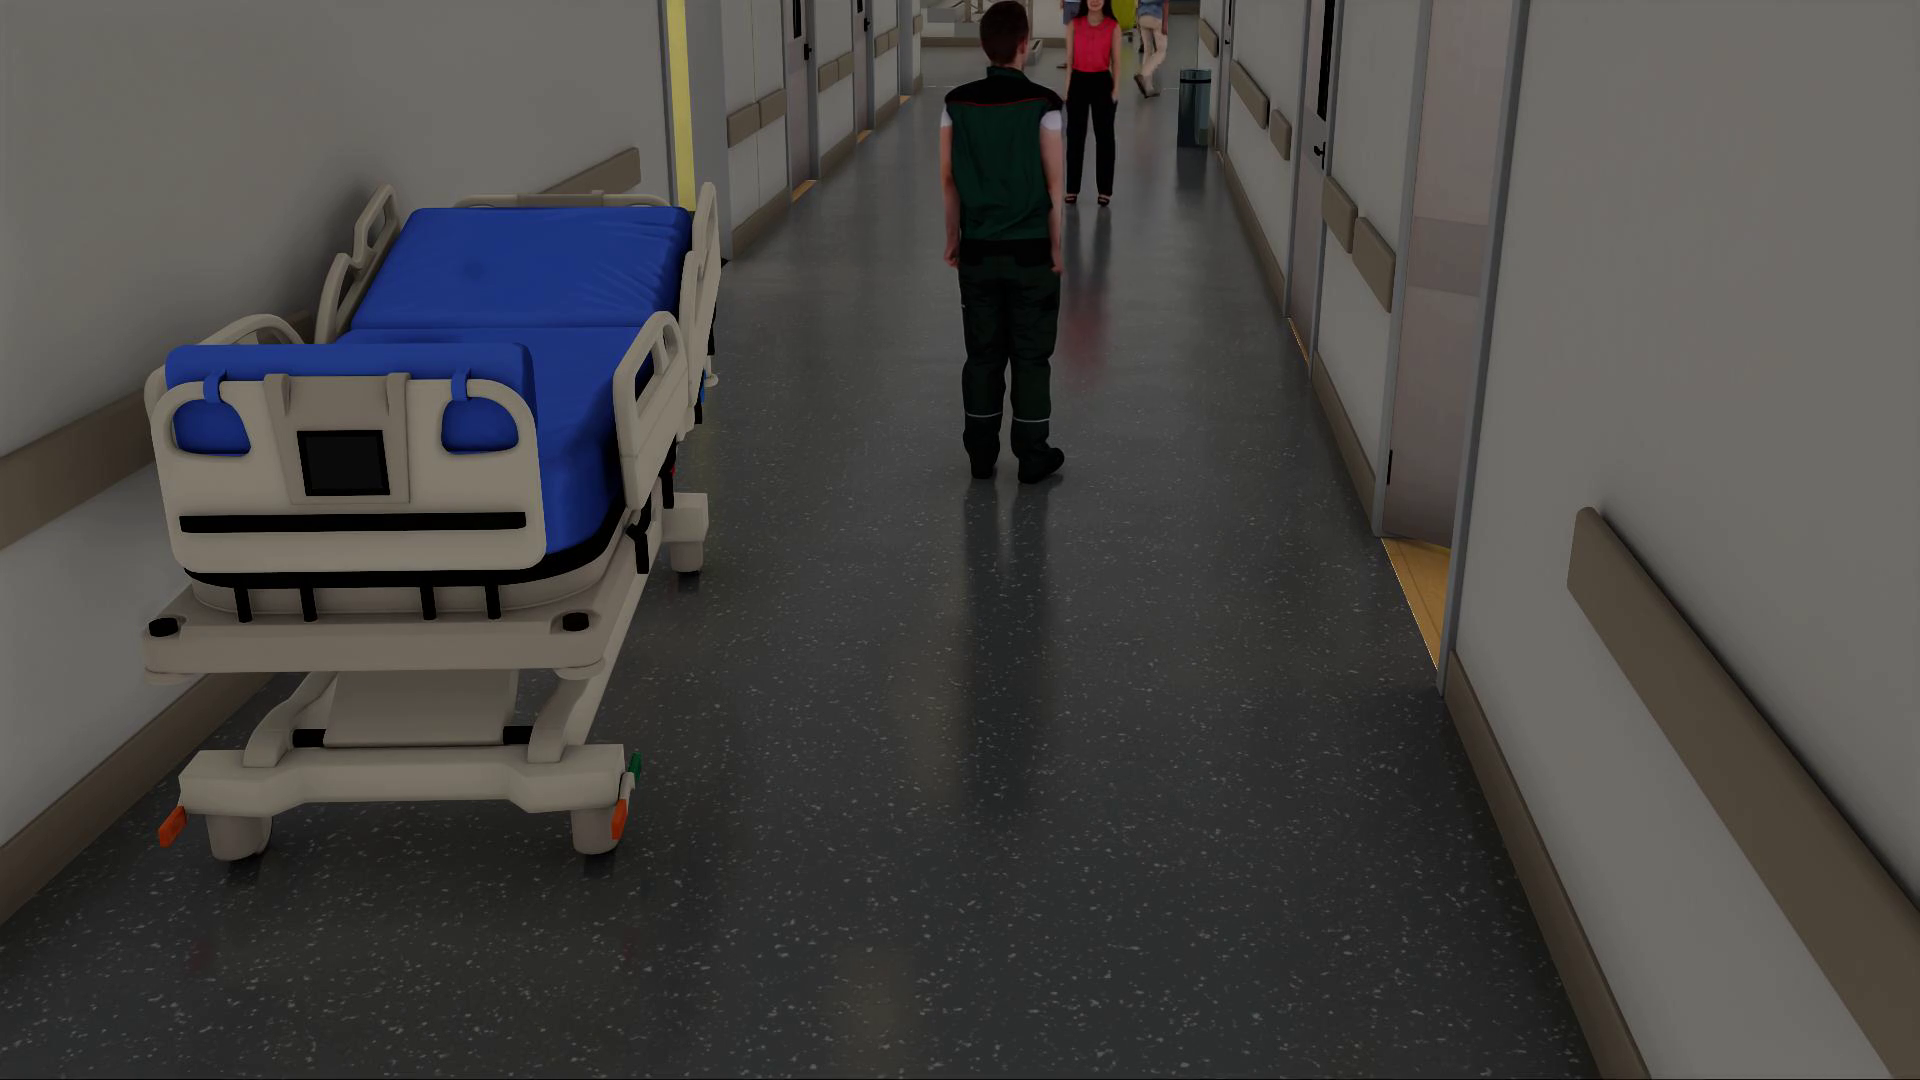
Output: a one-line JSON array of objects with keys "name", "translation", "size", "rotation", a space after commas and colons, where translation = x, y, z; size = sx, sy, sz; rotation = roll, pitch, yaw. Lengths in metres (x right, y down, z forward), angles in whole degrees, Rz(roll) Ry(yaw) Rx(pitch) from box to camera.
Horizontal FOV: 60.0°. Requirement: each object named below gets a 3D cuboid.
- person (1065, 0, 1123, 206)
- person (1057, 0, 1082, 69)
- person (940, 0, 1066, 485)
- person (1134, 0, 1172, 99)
[{"name": "person", "translation": [0.998, -3.422, 12.750], "size": [0.496, 1.661, 0.661], "rotation": [4, 21, 11]}, {"name": "person", "translation": [1.681, -7.719, 23.852], "size": [0.797, 1.832, 0.721], "rotation": [-19, 28, -40]}, {"name": "person", "translation": [0.184, -1.133, 6.450], "size": [0.603, 1.838, 0.756], "rotation": [7, 22, 18]}, {"name": "person", "translation": [2.243, -6.204, 19.854], "size": [0.952, 1.830, 0.985], "rotation": [17, 27, 38]}]
